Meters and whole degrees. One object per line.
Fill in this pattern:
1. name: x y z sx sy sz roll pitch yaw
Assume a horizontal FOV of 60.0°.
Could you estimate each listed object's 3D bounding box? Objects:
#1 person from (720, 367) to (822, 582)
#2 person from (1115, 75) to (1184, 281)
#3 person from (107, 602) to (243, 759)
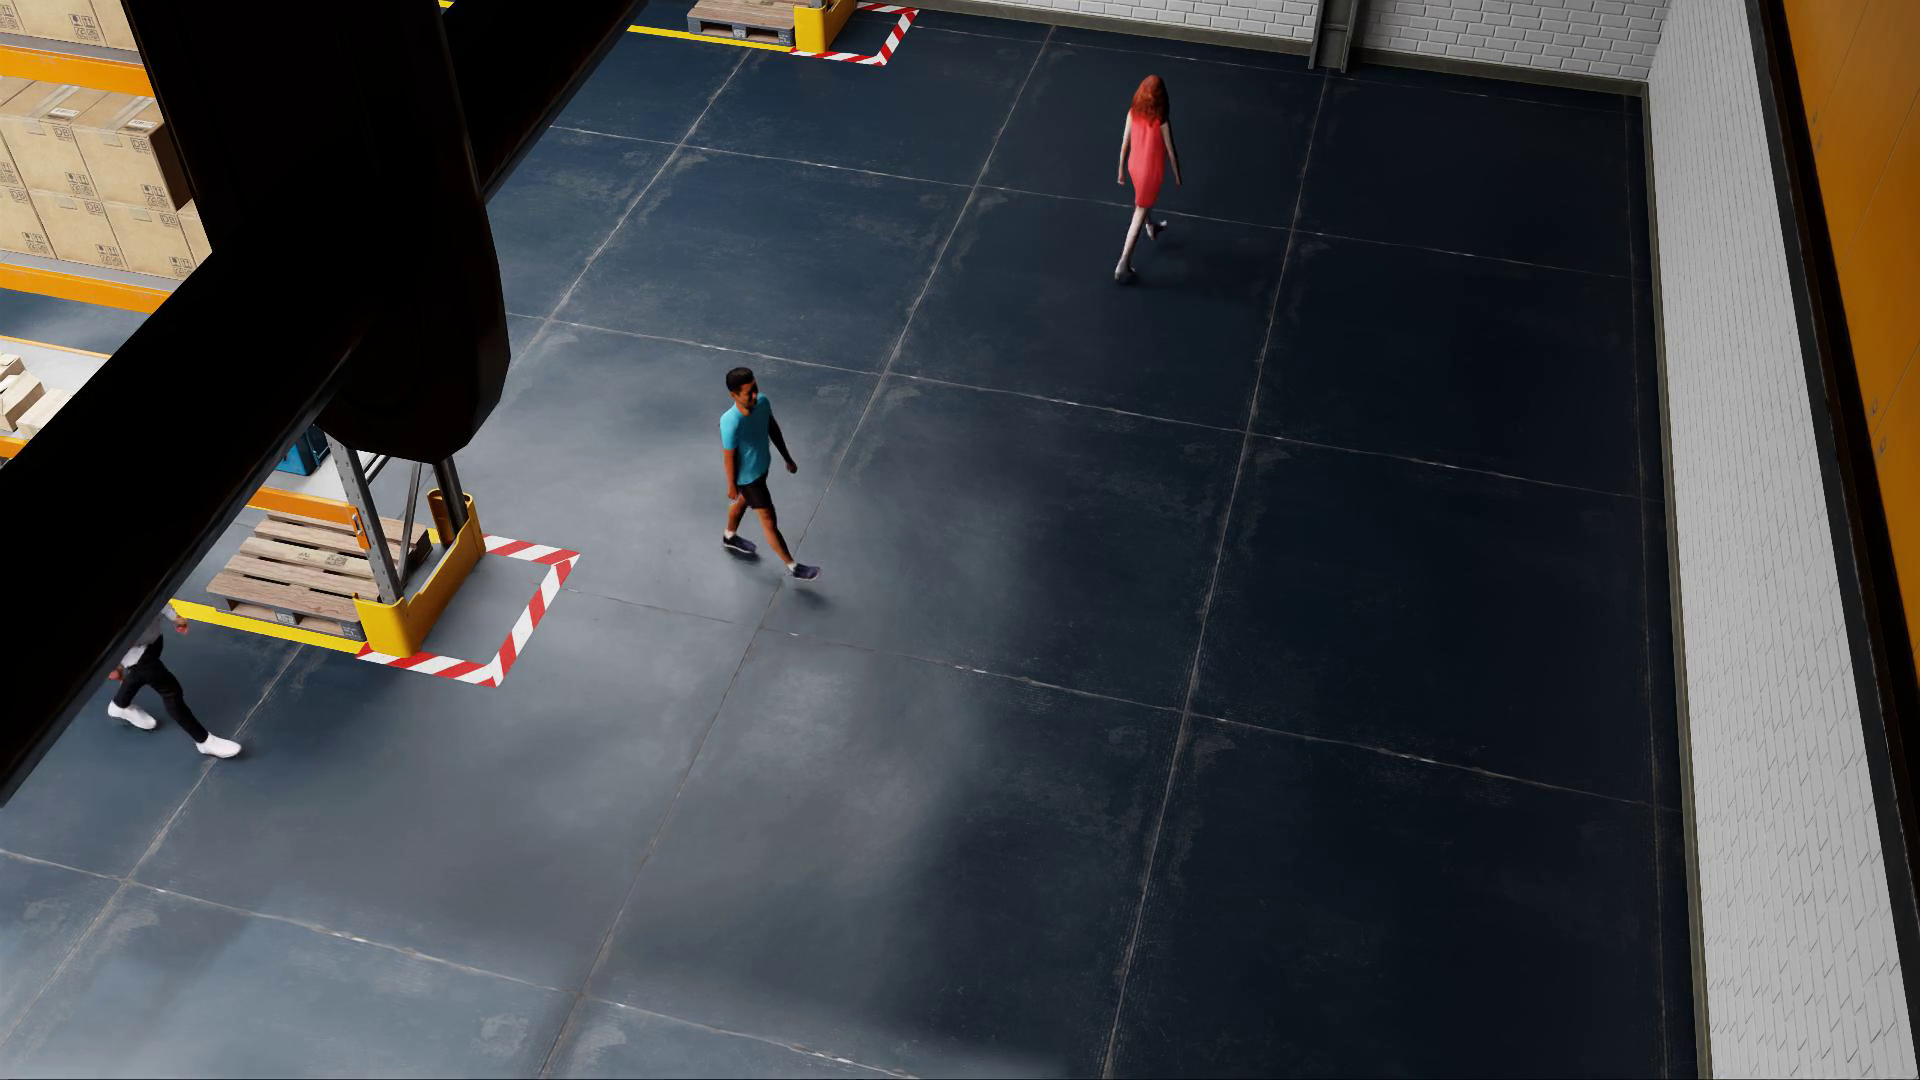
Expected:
1. person: -1.527 -0.502 11.547 1.151 1.731 0.747 17 46 17
2. person: 1.522 -3.030 14.165 1.144 1.781 1.013 32 52 29
3. person: -5.177 0.600 10.275 1.223 1.889 0.762 6 44 6
